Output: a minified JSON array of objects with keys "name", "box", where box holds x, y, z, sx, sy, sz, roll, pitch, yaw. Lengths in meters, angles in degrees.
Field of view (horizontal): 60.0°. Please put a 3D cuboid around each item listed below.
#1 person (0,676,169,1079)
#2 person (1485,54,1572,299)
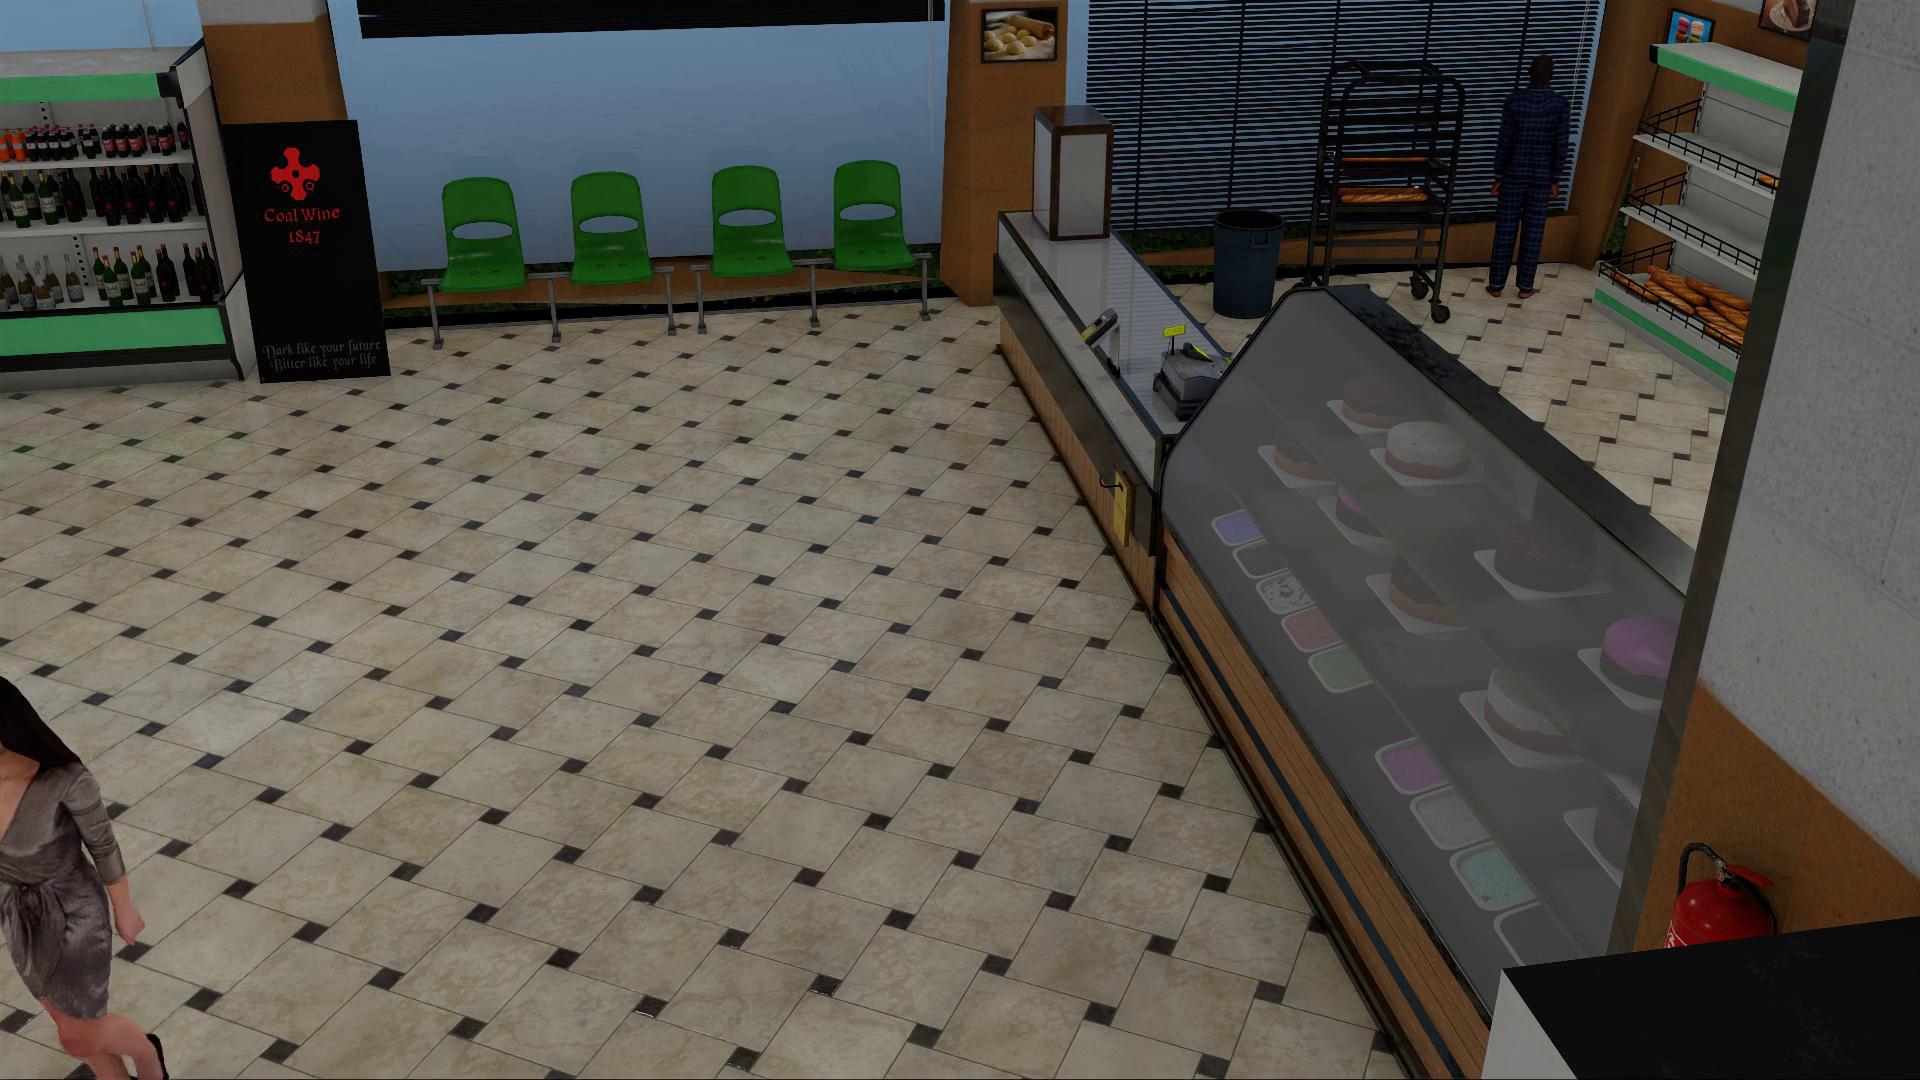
[{"name":"person","box":[-2.678,1.113,5.033,0.693,1.735,0.763,5,27,9]},{"name":"person","box":[4.256,-2.727,12.506,0.709,1.824,0.829,8,28,15]}]
